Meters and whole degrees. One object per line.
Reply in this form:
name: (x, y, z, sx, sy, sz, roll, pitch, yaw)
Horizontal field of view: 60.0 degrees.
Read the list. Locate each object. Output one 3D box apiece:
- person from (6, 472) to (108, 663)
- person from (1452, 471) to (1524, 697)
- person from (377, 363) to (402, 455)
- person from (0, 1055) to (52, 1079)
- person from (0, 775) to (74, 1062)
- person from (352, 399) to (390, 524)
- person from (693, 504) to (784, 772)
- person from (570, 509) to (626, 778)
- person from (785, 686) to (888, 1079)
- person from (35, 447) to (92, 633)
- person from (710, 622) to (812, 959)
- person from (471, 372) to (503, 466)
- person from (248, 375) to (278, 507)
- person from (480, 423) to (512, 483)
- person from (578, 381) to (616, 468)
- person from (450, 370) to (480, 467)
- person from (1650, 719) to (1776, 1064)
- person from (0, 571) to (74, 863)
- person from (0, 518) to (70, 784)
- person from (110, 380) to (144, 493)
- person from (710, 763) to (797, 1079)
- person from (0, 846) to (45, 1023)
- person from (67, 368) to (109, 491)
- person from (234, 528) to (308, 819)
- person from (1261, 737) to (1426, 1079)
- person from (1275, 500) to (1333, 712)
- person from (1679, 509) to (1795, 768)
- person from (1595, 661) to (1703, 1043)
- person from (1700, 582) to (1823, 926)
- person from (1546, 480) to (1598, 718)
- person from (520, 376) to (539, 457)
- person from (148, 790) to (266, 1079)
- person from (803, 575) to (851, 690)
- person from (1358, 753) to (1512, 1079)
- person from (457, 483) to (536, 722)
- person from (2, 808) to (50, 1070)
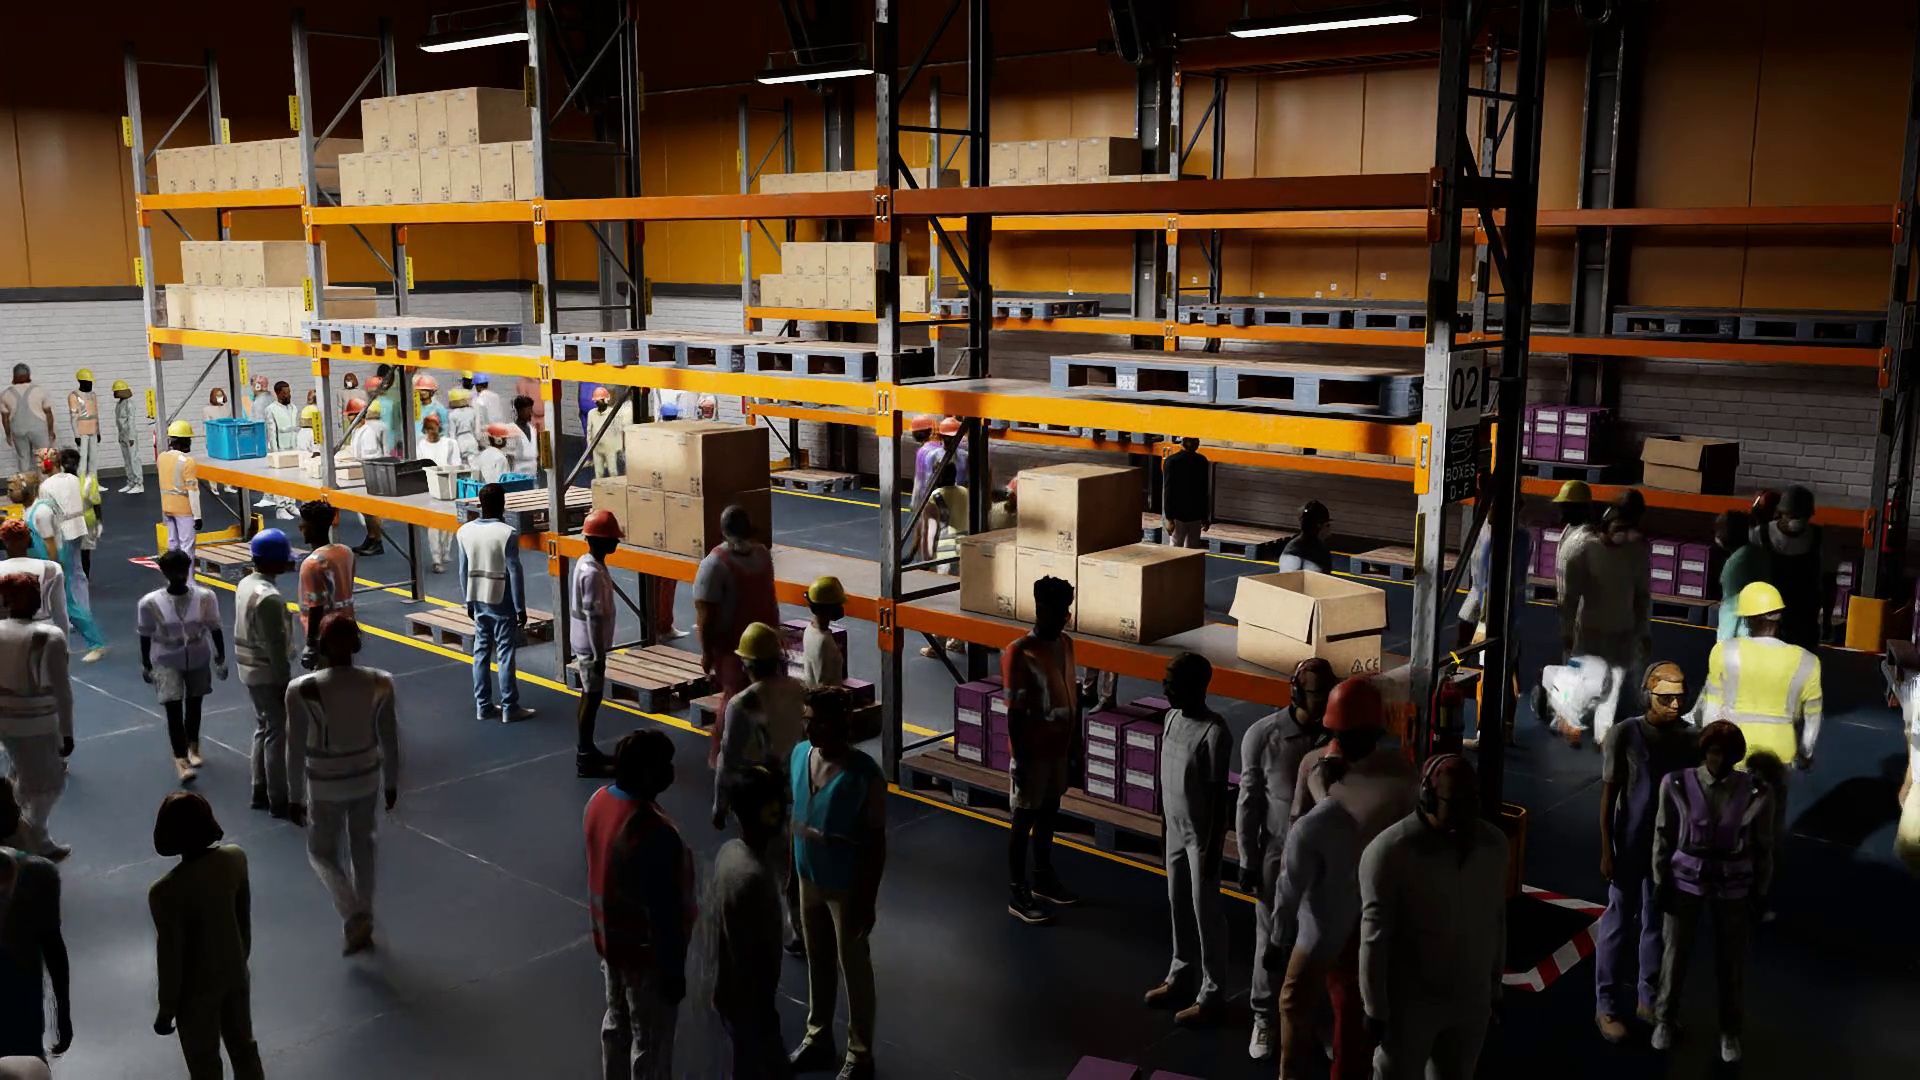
person: (-8.141, 0.252, 15.019, 0.522, 1.792, 0.703, 8, 13, 38)
person: (4.349, 0.390, 13.818, 0.828, 1.932, 0.639, -3, 11, -18)
person: (-10.226, -2.553, 30.126, 0.688, 2.000, 0.536, -8, 13, -38)
person: (-2.702, 2.085, 4.540, 0.428, 1.829, 0.604, 2, 10, 12)
person: (-3.628, 1.800, 6.193, 0.547, 1.814, 0.743, -1, 10, -6)
person: (-7.994, -1.049, 22.515, 0.535, 1.715, 0.524, -1, 10, -6)
person: (-1.535, 0.683, 11.828, 0.537, 2.000, 0.707, 5, 11, 28)
person: (-2.574, 0.732, 11.894, 0.419, 1.927, 0.548, -2, 10, -11)
person: (-0.555, 1.546, 7.496, 0.564, 1.847, 0.388, 9, 13, 41)
person: (-8.762, 0.002, 16.266, 0.395, 1.836, 0.561, 0, 10, 2)
person: (-1.039, 1.326, 8.924, 0.921, 1.789, 0.609, 7, 12, 36)
person: (-6.990, -1.565, 24.903, 0.697, 1.926, 0.610, 5, 11, 28)
person: (-10.139, -1.441, 24.218, 0.408, 1.908, 0.645, -1, 10, -6)
person: (-5.325, -0.488, 19.266, 0.346, 1.746, 0.572, -8, 13, -37)
person: (-6.239, -2.241, 28.360, 0.684, 2.000, 0.535, 4, 11, 19)
person: (-7.826, -1.833, 26.453, 0.620, 1.899, 0.629, 10, 14, 43)
person: (3.482, 1.618, 7.719, 0.513, 1.631, 0.321, 4, 11, 22)
person: (-5.581, 1.117, 9.894, 0.578, 1.866, 0.637, 1, 10, 5)
person: (-6.612, 0.779, 11.769, 0.578, 1.877, 0.339, -8, 13, -38)
person: (-12.792, -1.584, 25.502, 0.484, 1.738, 0.320, 9, 13, 40)
person: (-0.873, 1.766, 6.290, 0.810, 1.836, 0.551, -3, 10, -14)
person: (-3.822, 1.777, 6.249, 0.663, 1.820, 0.550, -8, 13, -38)
person: (-13.359, -1.666, 25.470, 0.400, 1.918, 0.592, 1, 10, 7)
person: (-4.572, 0.875, 11.048, 0.433, 1.933, 0.628, -7, 12, -36)
person: (1.641, 1.686, 7.109, 0.630, 1.711, 0.713, -10, 14, -44)
person: (2.540, 0.661, 12.240, 0.353, 1.937, 0.635, 7, 12, 34)
person: (5.677, 0.703, 12.209, 1.039, 1.858, 0.685, 7, 12, 34)
person: (3.287, 1.473, 7.917, 0.506, 1.846, 0.346, -2, 10, -11)
person: (4.515, 1.182, 9.399, 0.637, 1.893, 0.763, 4, 11, 21)
person: (4.908, 0.474, 13.328, 0.386, 1.928, 0.589, 1, 10, 6)
person: (-7.780, -2.415, 29.878, 0.342, 1.860, 0.501, -2, 10, -13)
person: (-3.037, 1.796, 6.693, 0.285, 1.631, 0.501, 3, 11, 17)
person: (-0.831, 1.087, 10.321, 0.325, 1.767, 0.533, -2, 10, -11)
person: (1.815, 1.728, 6.300, 0.644, 1.907, 0.399, -3, 11, -19)
person: (-3.708, 0.500, 13.226, 0.589, 1.914, 0.392, 4, 11, 23)
person: (-3.926, 1.650, 6.656, 0.550, 1.935, 0.376, 5, 11, 26)
